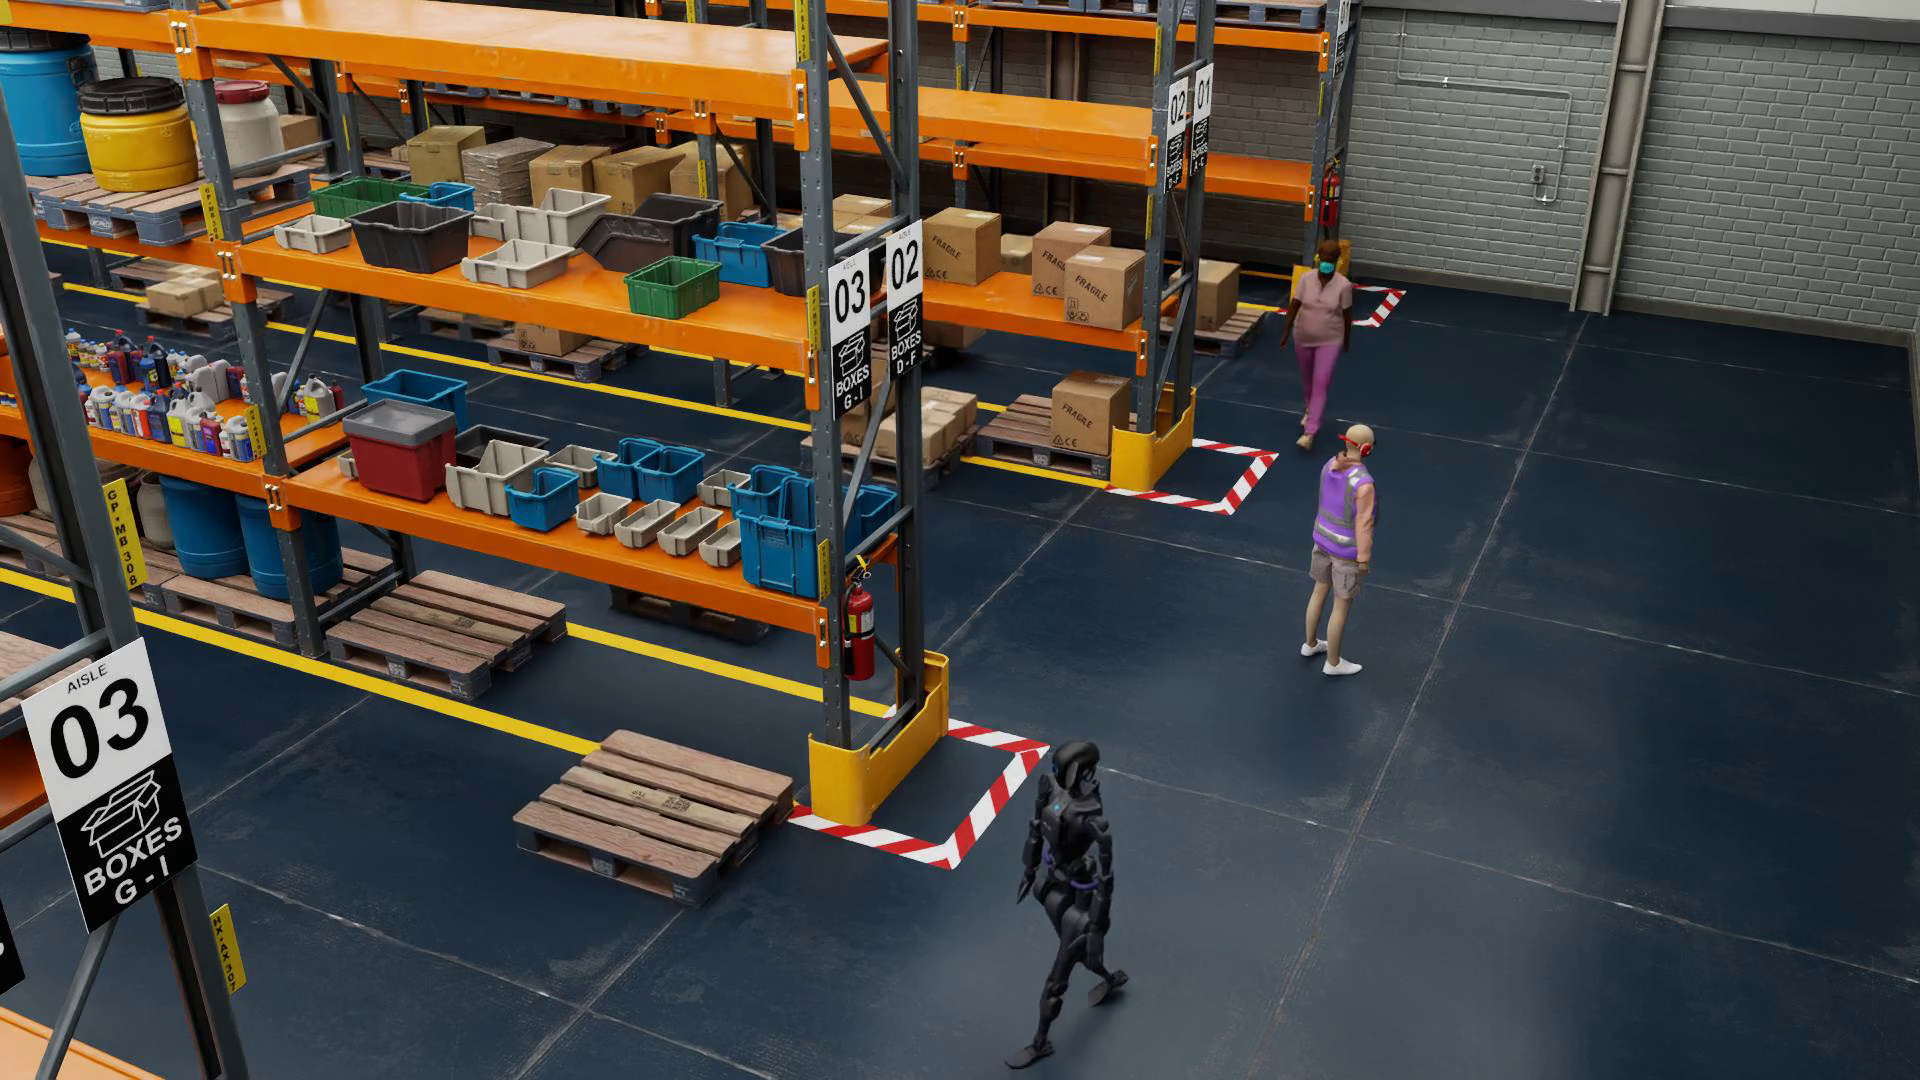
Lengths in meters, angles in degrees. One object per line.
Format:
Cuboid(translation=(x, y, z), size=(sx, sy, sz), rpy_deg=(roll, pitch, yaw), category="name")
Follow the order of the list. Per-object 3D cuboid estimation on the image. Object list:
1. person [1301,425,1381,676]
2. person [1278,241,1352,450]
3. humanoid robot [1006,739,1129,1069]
Cuboid(translation=(2.431, 0.059, 10.586), size=(0.350, 1.688, 0.489), rpy_deg=(-11, 28, -21), category="person")
Cuboid(translation=(3.004, -1.677, 14.033), size=(0.509, 1.739, 0.984), rpy_deg=(13, 29, 25), category="person")
Cuboid(translation=(0.523, 1.597, 7.538), size=(0.786, 1.632, 0.603), rpy_deg=(-16, 30, -29), category="humanoid robot")
